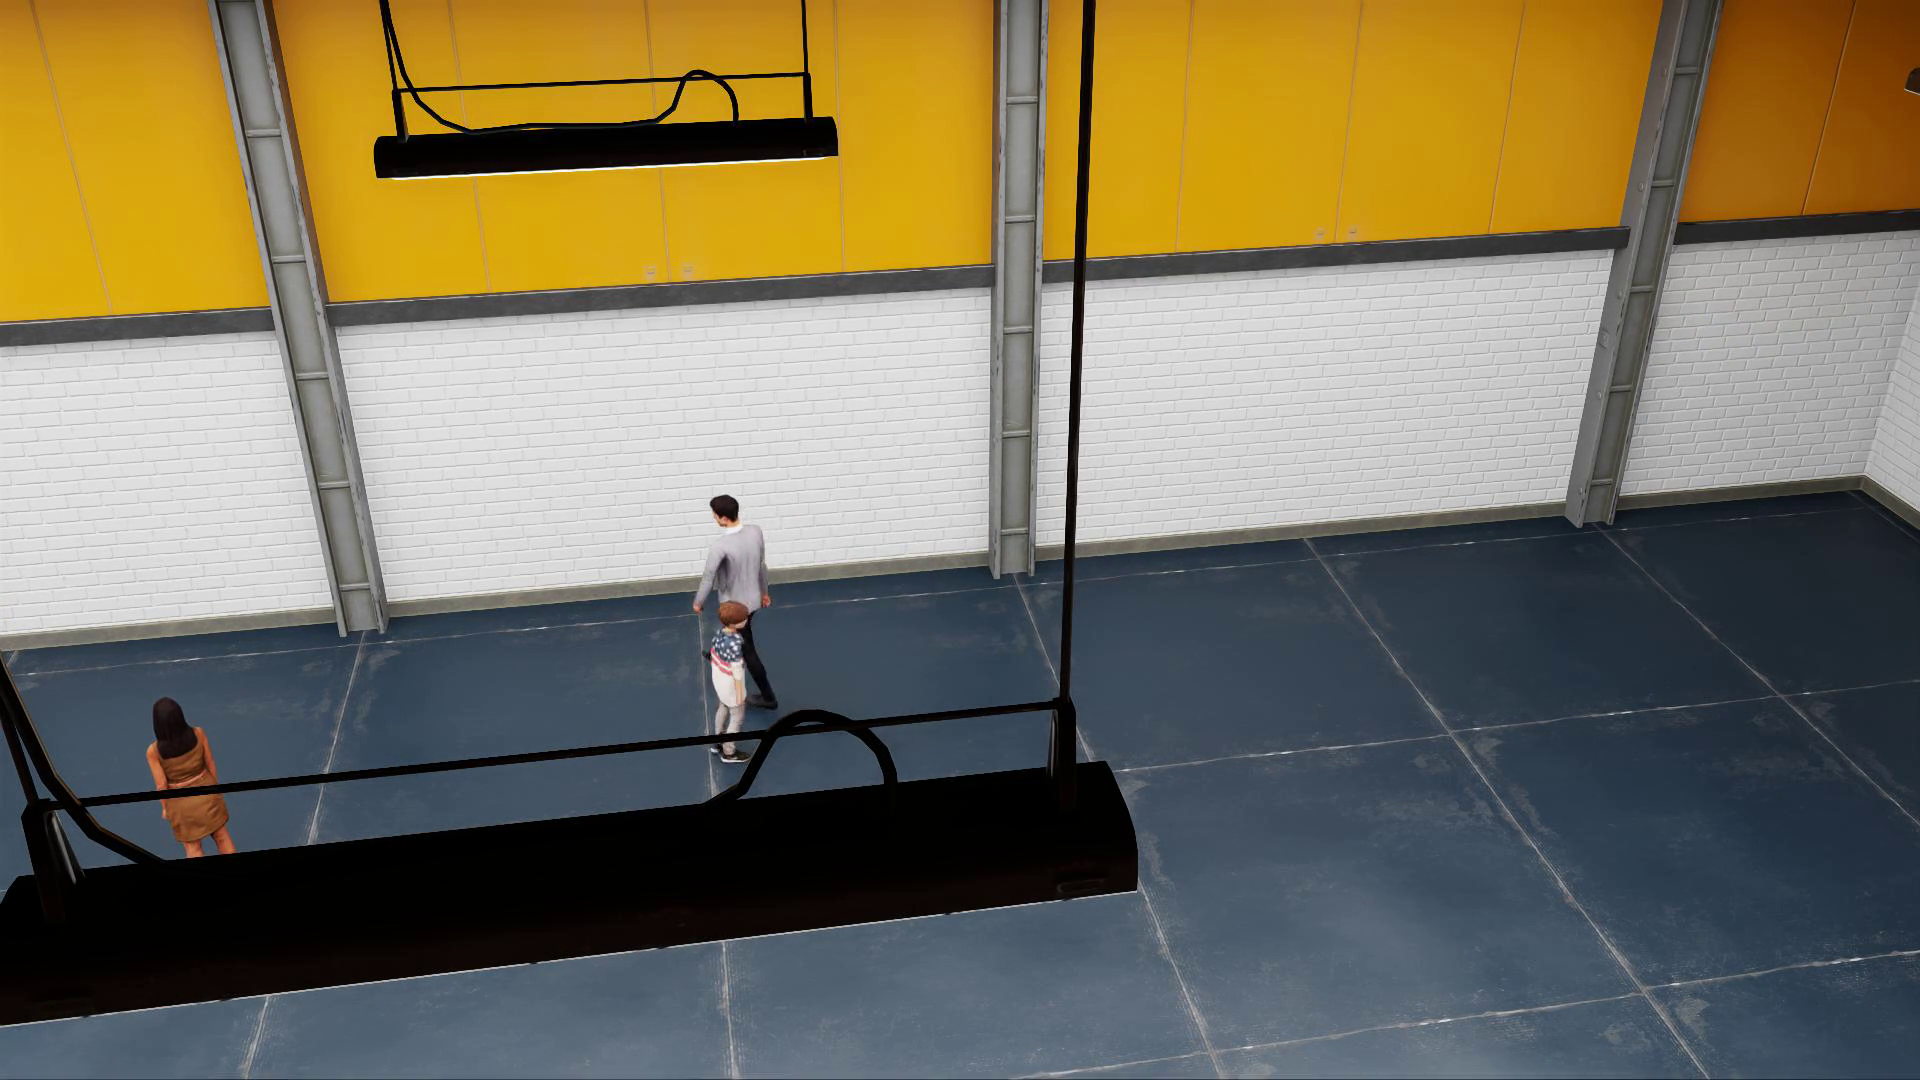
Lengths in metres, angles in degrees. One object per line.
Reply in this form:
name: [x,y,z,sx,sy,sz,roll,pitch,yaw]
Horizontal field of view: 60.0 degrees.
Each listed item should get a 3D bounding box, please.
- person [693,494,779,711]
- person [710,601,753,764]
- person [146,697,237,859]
person: [-1.735,0.553,13.600,1.287,1.862,1.195,17,33,28]
person: [-1.817,1.105,13.041,0.693,1.428,0.686,-23,36,-35]
person: [-5.297,1.804,11.487,0.707,1.690,0.619,25,37,38]
